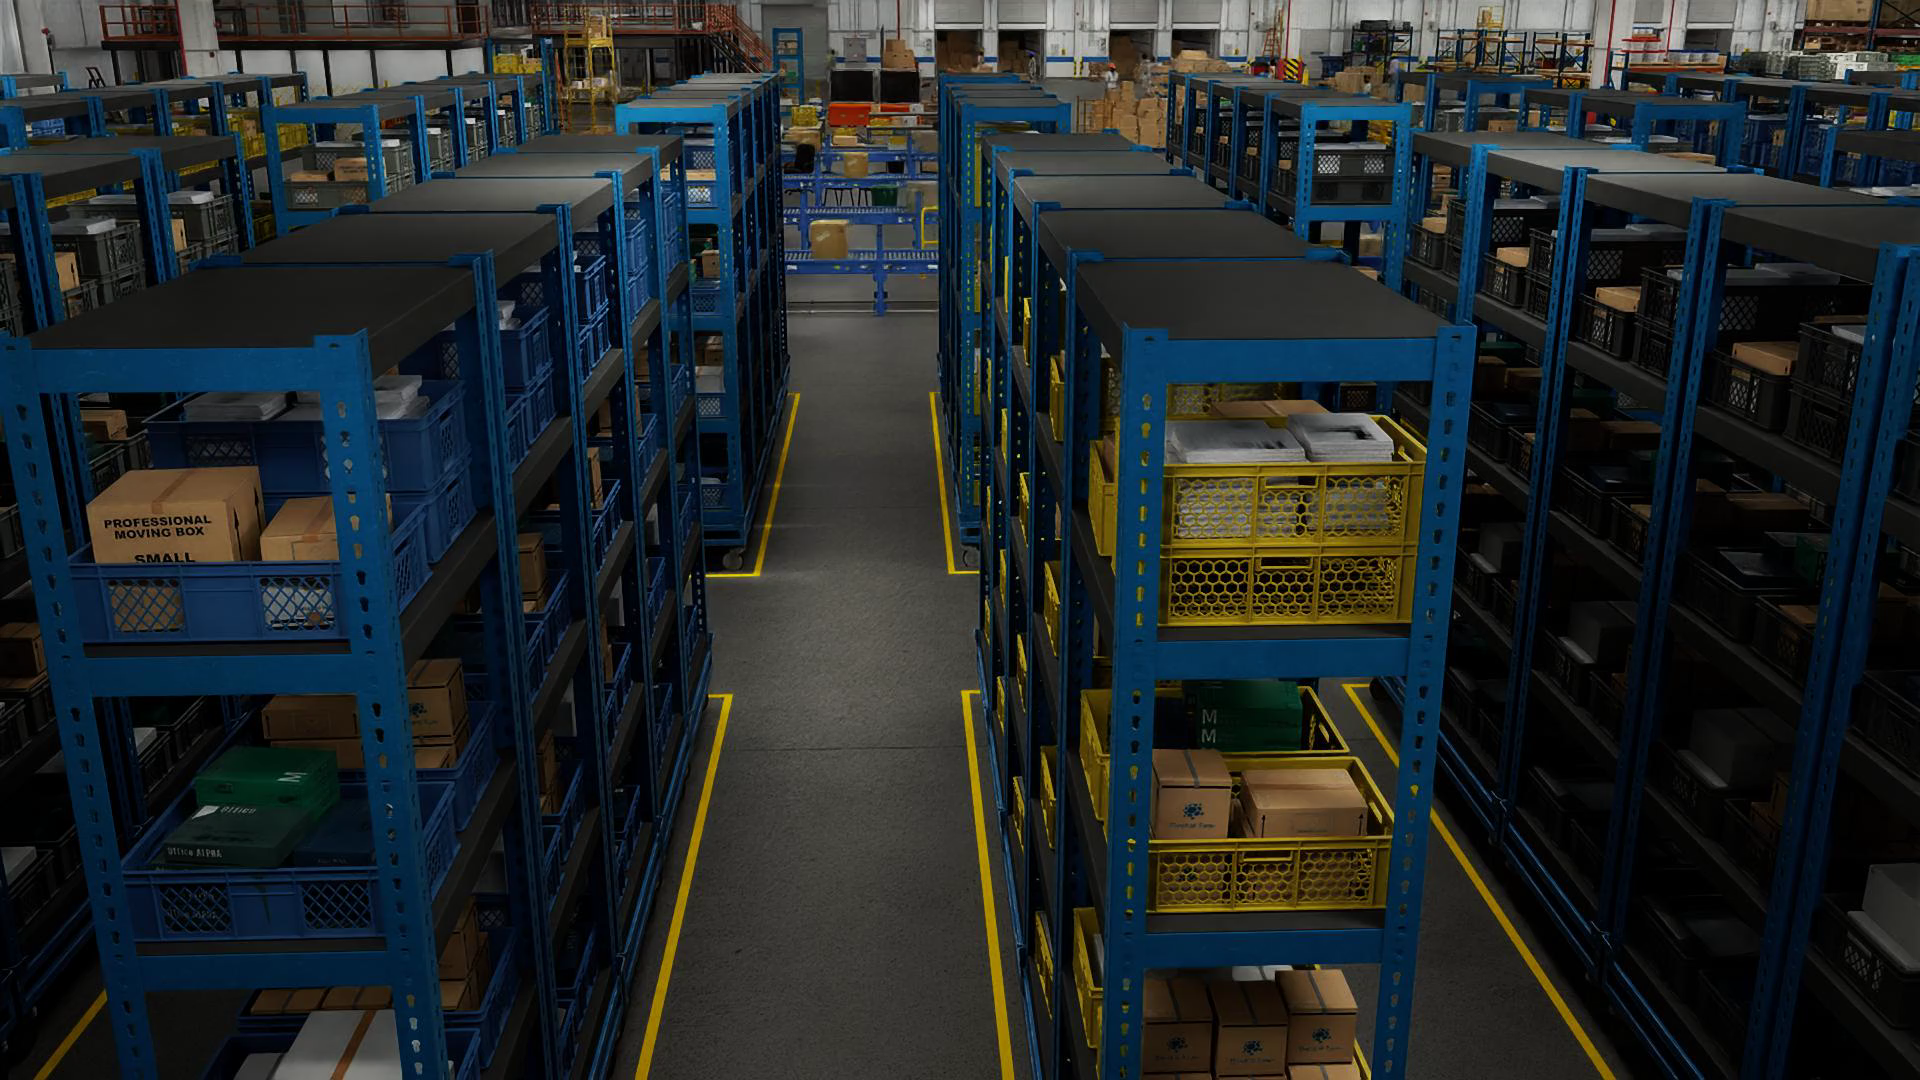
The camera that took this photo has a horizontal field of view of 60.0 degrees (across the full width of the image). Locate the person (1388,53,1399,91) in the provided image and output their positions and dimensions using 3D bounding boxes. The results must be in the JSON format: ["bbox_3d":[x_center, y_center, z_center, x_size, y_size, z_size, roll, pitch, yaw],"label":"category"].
[{"bbox_3d":[21.888,-23.595,83.915,0.590,1.876,0.997,-15,23,-38],"label":"person"}]

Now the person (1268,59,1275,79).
[{"bbox_3d":[15.071,-22.403,80.501,0.321,1.692,0.534,15,23,39],"label":"person"}]

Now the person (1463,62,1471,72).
[{"bbox_3d":[22.031,-19.873,72.408,0.416,1.852,0.546,5,18,14],"label":"person"}]

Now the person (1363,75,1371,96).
[{"bbox_3d":[14.449,-15.628,59.265,0.353,1.861,0.528,0,18,-1],"label":"person"}]

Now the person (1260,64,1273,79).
[{"bbox_3d":[12.601,-18.611,68.440,0.600,1.894,0.500,0,18,1],"label":"person"}]

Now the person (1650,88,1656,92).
[{"bbox_3d":[21.560,-13.202,51.918,0.355,1.755,0.518,-12,22,-33],"label":"person"}]

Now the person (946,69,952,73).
[{"bbox_3d":[-0.371,-16.925,63.184,0.502,1.915,0.543,-6,19,-18],"label":"person"}]

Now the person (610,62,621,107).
[{"bbox_3d":[-14.704,-19.376,70.839,0.501,1.864,0.628,3,18,10],"label":"person"}]

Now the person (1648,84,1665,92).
[{"bbox_3d":[25.050,-15.914,59.853,0.690,2.000,0.538,14,22,36],"label":"person"}]

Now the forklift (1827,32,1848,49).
[{"bbox_3d":[46.024,-25.320,87.618,1.129,2.768,1.873,-1,18,-2],"label":"forklift"}]

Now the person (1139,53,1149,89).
[{"bbox_3d":[9.477,-24.135,85.649,0.445,1.829,0.627,-8,19,-22],"label":"person"}]

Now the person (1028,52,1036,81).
[{"bbox_3d":[3.608,-23.506,83.500,0.400,1.943,0.613,-5,19,-16],"label":"person"}]

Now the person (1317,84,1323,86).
[{"bbox_3d":[12.287,-14.766,56.919,0.871,1.639,0.538,-11,21,-30],"label":"person"}]

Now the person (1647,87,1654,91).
[{"bbox_3d":[21.780,-13.438,52.654,0.597,1.743,0.533,12,22,34],"label":"person"}]

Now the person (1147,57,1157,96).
[{"bbox_3d":[8.881,-21.298,76.698,0.437,1.925,0.657,-12,22,-33],"label":"person"}]

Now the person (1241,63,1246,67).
[{"bbox_3d":[12.586,-20.380,74.151,0.486,1.744,0.294,11,21,31],"label":"person"}]

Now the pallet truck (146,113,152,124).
[{"bbox_3d":[-18.087,-8.309,36.390,1.885,1.965,0.823,-1,18,-4],"label":"pallet truck"}]

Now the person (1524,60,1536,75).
[{"bbox_3d":[25.334,-20.393,74.028,0.506,1.847,0.345,4,18,14],"label":"person"}]

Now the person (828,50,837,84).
[{"bbox_3d":[-7.044,-26.152,91.878,0.455,1.824,0.645,-13,22,-35],"label":"person"}]

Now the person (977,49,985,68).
[{"bbox_3d":[1.170,-26.090,91.612,0.994,1.876,0.589,7,19,22],"label":"person"}]

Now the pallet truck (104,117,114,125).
[{"bbox_3d":[-18.367,-7.885,35.078,1.885,1.965,0.823,1,18,2],"label":"pallet truck"}]

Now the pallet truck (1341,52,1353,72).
[{"bbox_3d":[18.794,-23.123,82.231,0.823,1.965,1.885,-13,22,-35],"label":"pallet truck"}]

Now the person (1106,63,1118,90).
[{"bbox_3d":[6.307,-18.875,69.248,0.553,1.910,0.935,-4,18,-13],"label":"person"}]
